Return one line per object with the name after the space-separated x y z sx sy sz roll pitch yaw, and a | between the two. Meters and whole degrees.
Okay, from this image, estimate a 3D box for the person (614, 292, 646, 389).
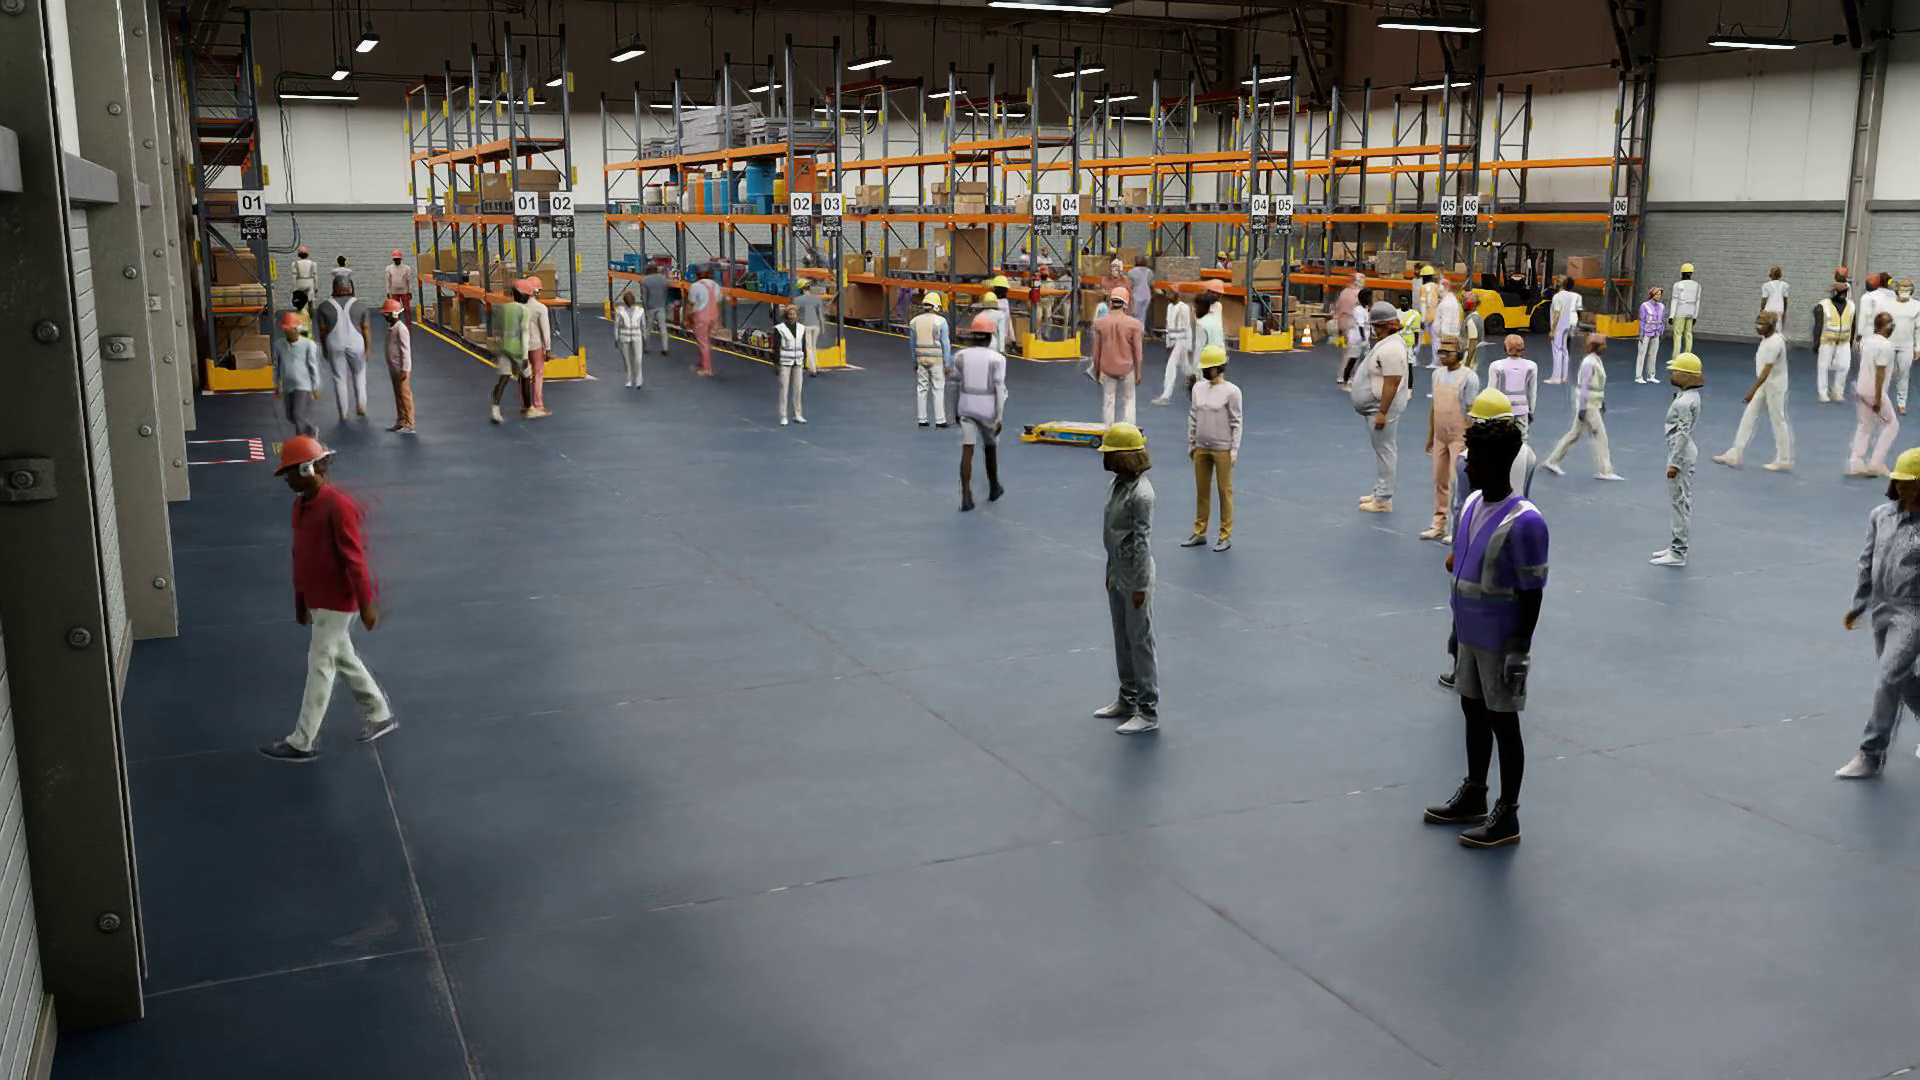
-5.431 -3.288 27.389 0.535 1.588 0.875 -3 11 -13 | person

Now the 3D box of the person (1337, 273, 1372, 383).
6.752 -3.589 28.263 0.857 1.856 0.663 -4 12 -20 | person

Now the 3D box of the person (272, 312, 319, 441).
-7.866 -1.860 19.796 0.567 1.727 0.696 3 11 14 | person

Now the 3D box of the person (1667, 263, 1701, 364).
13.807 -4.303 31.725 0.587 1.921 0.387 -3 11 -13 | person

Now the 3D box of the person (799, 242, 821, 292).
-4.431 -7.721 48.832 0.697 2.009 0.599 8 14 36 | person

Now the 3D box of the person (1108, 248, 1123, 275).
4.184 -7.086 45.876 0.590 1.912 0.442 0 11 1 | person

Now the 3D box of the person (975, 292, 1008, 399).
0.465 -2.868 24.996 0.500 1.677 0.939 4 12 19 | person

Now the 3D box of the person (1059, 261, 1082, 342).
2.382 -5.033 35.611 0.559 1.832 0.861 -2 11 -10 | person

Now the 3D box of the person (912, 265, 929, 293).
-1.143 -7.380 47.845 0.584 1.714 0.585 -2 11 -11 | person

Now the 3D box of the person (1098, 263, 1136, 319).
3.124 -4.554 33.077 0.781 1.875 0.600 0 11 1 | person

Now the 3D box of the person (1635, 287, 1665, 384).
11.707 -3.467 28.201 0.514 1.634 0.313 -4 12 -20 | person

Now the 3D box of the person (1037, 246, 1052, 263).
2.457 -7.554 48.267 0.407 1.908 0.642 11 15 43 | person

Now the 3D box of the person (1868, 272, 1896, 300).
15.958 -3.710 28.858 0.326 1.859 0.524 -7 13 -32 | person

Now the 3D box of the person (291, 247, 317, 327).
-16.720 -6.461 42.438 0.610 2.005 0.911 -6 12 -27 | person

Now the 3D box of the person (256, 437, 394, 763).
-3.418 0.304 8.876 0.604 1.689 0.807 11 15 43 | person

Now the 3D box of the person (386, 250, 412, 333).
-13.490 -5.968 39.998 0.613 1.985 0.400 -2 11 -9 | person

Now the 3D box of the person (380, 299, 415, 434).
-7.383 -2.272 21.806 0.341 1.752 0.563 -8 14 -35 | person

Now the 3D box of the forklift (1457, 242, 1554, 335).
13.047 -6.049 39.881 2.313 2.155 1.214 -5 12 -23 | forklift

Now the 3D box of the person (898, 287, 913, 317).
-1.492 -7.088 46.417 0.598 1.698 0.639 4 12 18 | person

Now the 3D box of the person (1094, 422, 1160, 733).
0.920 0.204 9.284 0.340 1.736 0.483 -3 12 -17 | person

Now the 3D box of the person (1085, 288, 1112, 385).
2.385 -3.413 27.943 0.391 1.630 0.530 0 11 0 | person

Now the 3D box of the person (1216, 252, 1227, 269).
7.572 -7.501 48.379 0.337 1.757 0.518 2 11 10 | person

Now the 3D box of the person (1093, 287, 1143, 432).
1.926 -2.075 20.242 0.622 1.985 0.425 3 12 17 | person

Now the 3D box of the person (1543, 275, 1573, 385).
10.103 -3.542 28.031 0.517 1.843 0.325 -10 15 -41 | person

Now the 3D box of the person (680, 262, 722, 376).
-4.698 -3.955 29.633 0.820 2.000 0.693 7 13 32 | person

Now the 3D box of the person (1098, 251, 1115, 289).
3.973 -6.735 44.212 0.618 1.860 0.426 -6 13 -27 | person

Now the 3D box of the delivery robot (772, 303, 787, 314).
-4.917 -6.381 45.509 0.477 0.478 0.707 -4 12 -21 | delivery robot

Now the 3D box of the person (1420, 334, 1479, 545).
4.289 -0.880 14.534 0.350 1.837 0.516 -6 13 -28 | person

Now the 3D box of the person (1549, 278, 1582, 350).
11.380 -4.102 31.319 0.551 1.652 0.842 0 11 1 | person

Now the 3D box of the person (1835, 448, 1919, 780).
4.903 0.358 8.564 0.851 1.708 0.484 -4 12 -20 | person

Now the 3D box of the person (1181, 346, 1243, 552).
2.160 -0.780 14.215 0.337 1.760 0.526 -11 15 -43 | person

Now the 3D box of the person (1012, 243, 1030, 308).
1.872 -7.624 48.376 0.627 1.995 0.986 -8 14 -36 | person

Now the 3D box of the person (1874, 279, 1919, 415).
13.455 -2.763 23.863 0.630 1.932 0.364 5 12 23 | person

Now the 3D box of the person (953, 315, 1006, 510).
0.192 -1.263 16.353 0.567 1.888 0.989 3 12 15 | person
